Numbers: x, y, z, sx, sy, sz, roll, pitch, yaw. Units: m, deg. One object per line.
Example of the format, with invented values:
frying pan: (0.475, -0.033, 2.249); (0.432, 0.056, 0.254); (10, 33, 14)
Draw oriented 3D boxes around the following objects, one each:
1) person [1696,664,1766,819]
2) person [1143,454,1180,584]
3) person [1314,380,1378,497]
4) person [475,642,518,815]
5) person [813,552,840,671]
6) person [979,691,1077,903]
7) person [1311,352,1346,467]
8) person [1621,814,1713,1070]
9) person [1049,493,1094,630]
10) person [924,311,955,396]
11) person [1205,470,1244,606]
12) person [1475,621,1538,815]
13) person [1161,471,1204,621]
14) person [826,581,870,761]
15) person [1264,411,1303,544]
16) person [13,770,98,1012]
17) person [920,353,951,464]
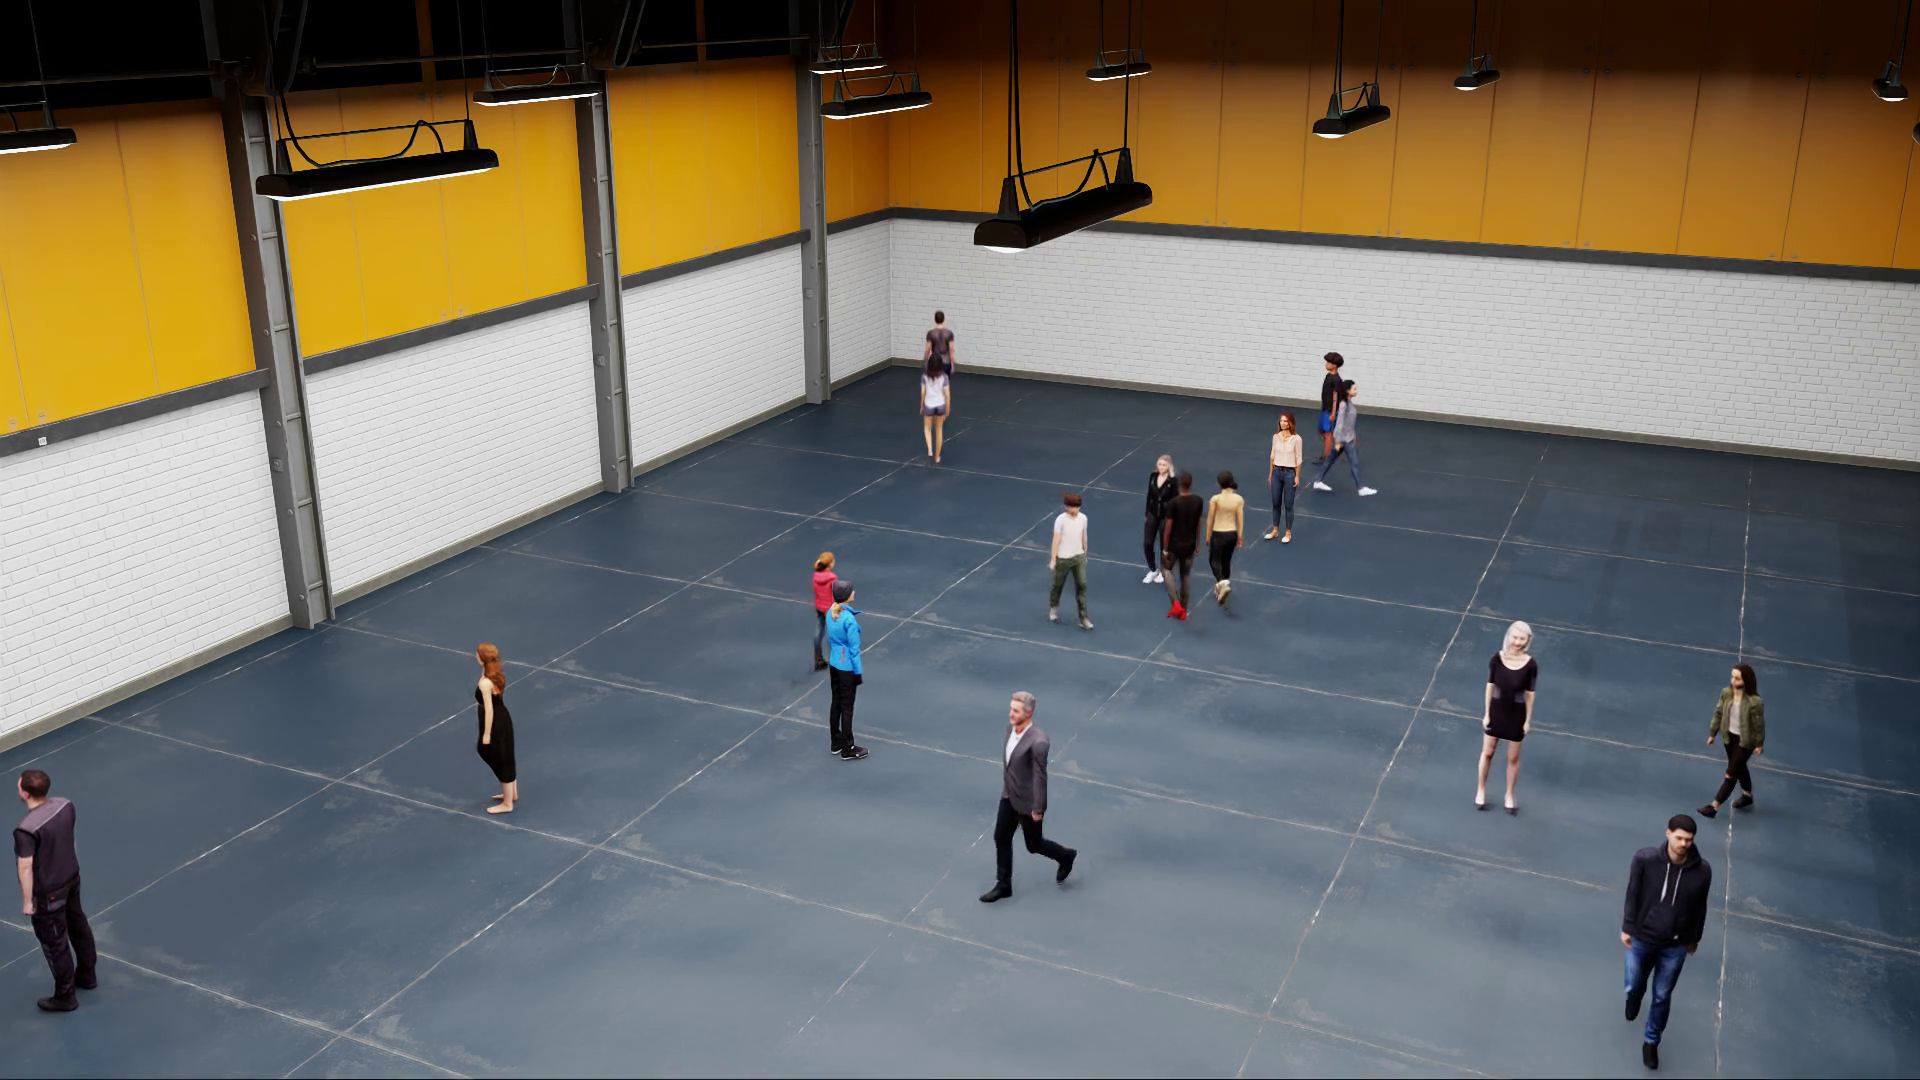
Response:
person: (7.018, 1.796, 14.874); (1.048, 1.434, 0.957); (-8, 20, -23)
person: (2.551, -0.277, 20.657); (0.672, 1.673, 0.663); (12, 22, 31)
person: (5.490, -1.466, 24.174); (0.758, 1.680, 1.097); (7, 20, 19)
person: (-4.158, 1.671, 14.944); (0.709, 1.626, 0.617); (0, 19, 1)
person: (-1.494, 0.788, 18.080); (0.615, 1.298, 0.817); (13, 22, 33)
person: (0.577, 2.070, 13.466); (1.231, 1.814, 1.085); (-11, 22, -30)
person: (5.792, -2.013, 25.637); (0.921, 1.784, 0.918); (-3, 19, -8)
person: (4.844, 2.697, 11.503); (0.688, 1.878, 0.897); (7, 20, 20)
person: (1.232, 0.202, 19.311); (0.996, 1.623, 1.056); (-5, 19, -14)
person: (-0.340, -2.950, 28.371); (1.105, 1.814, 1.257); (-4, 19, -10)
person: (3.188, 0.000, 19.889); (0.865, 1.638, 0.986); (-3, 19, -8)
person: (4.901, 1.583, 14.891); (0.581, 1.826, 0.543); (7, 20, 19)
person: (2.617, 0.098, 19.352); (0.828, 1.795, 0.883); (-5, 19, -15)
person: (-1.119, 1.236, 15.972); (0.692, 1.795, 0.692); (-12, 22, -32)
person: (4.337, -0.852, 22.180); (0.634, 1.791, 0.589); (13, 23, 34)
person: (-6.581, 2.517, 12.084); (0.854, 1.849, 0.668); (2, 19, 7)
person: (-0.392, -2.032, 25.783); (0.723, 1.726, 0.741); (0, 19, -1)
